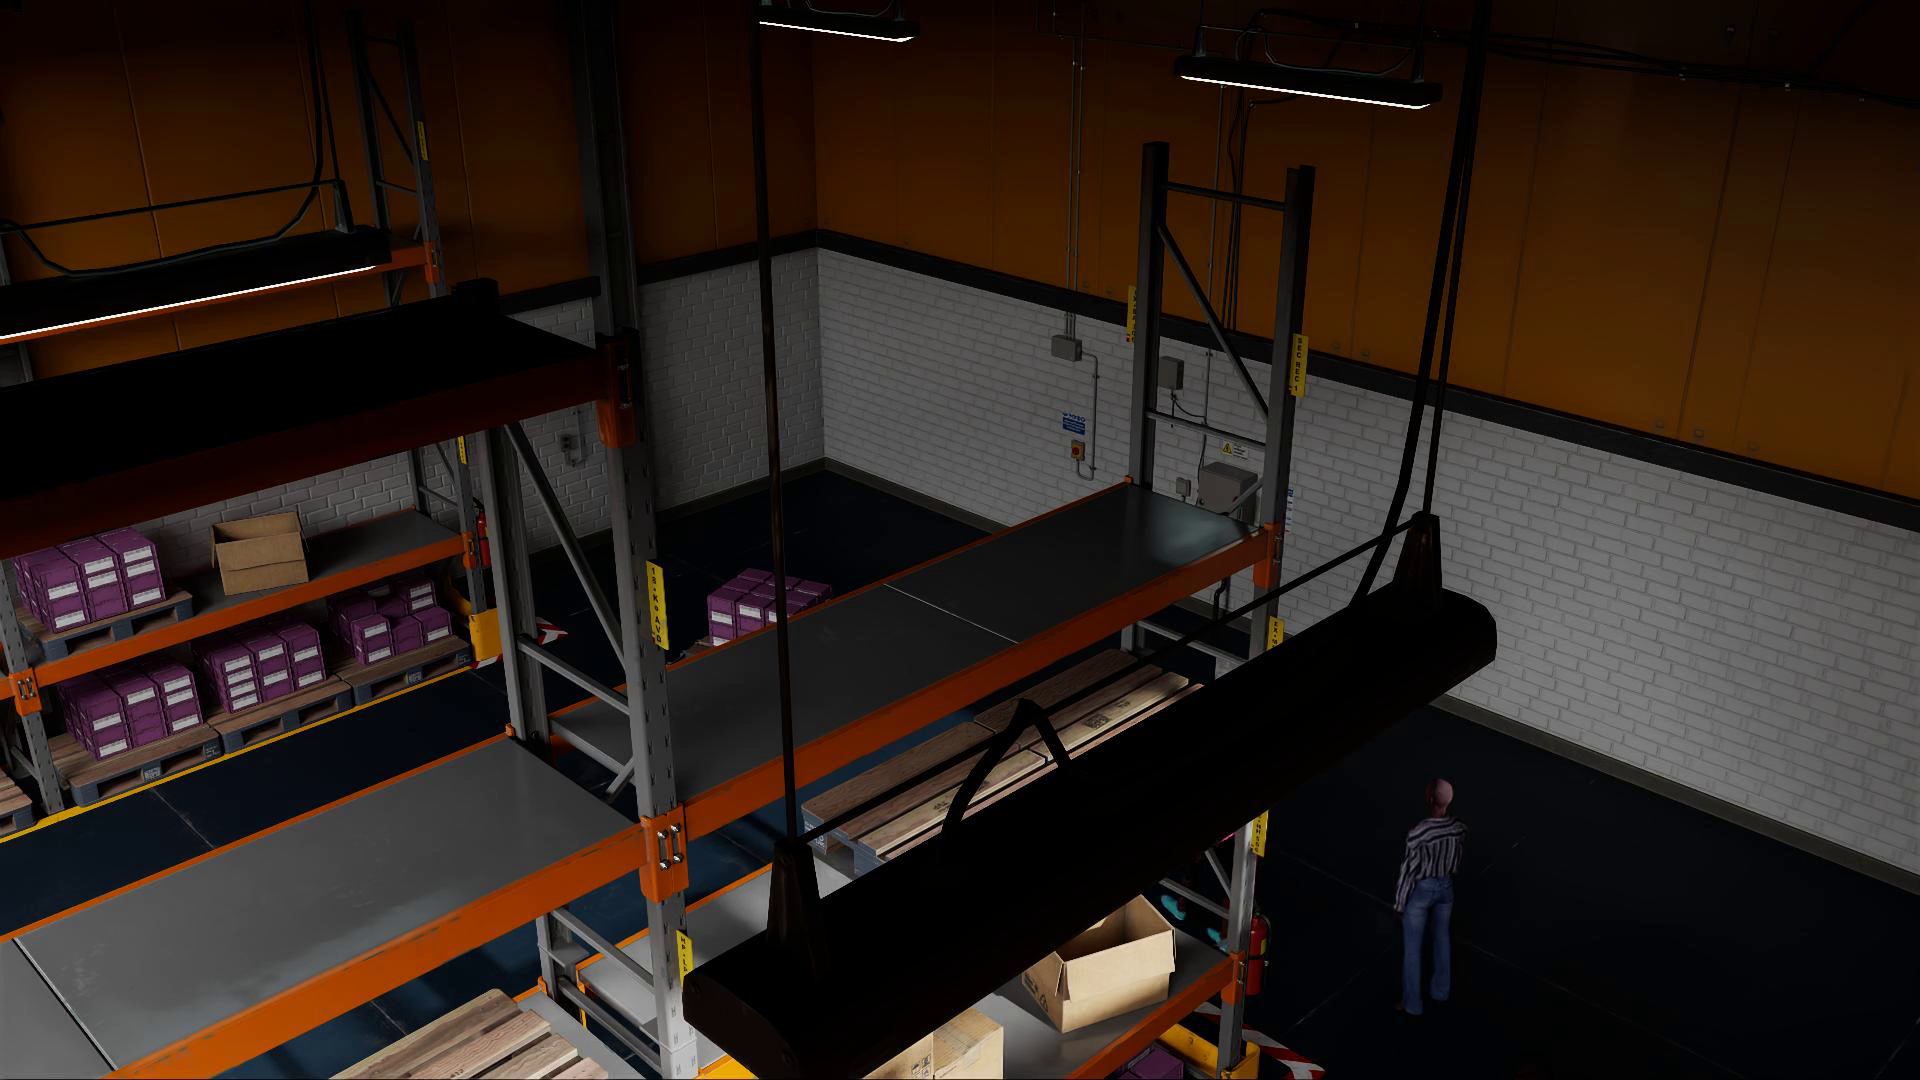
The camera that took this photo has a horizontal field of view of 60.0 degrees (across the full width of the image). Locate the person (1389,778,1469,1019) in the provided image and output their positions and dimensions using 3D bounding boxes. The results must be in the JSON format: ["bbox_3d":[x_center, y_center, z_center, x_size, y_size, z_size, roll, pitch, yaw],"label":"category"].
[{"bbox_3d":[3.165,2.412,11.195,0.626,1.789,0.758,-11,26,-24],"label":"person"}]
